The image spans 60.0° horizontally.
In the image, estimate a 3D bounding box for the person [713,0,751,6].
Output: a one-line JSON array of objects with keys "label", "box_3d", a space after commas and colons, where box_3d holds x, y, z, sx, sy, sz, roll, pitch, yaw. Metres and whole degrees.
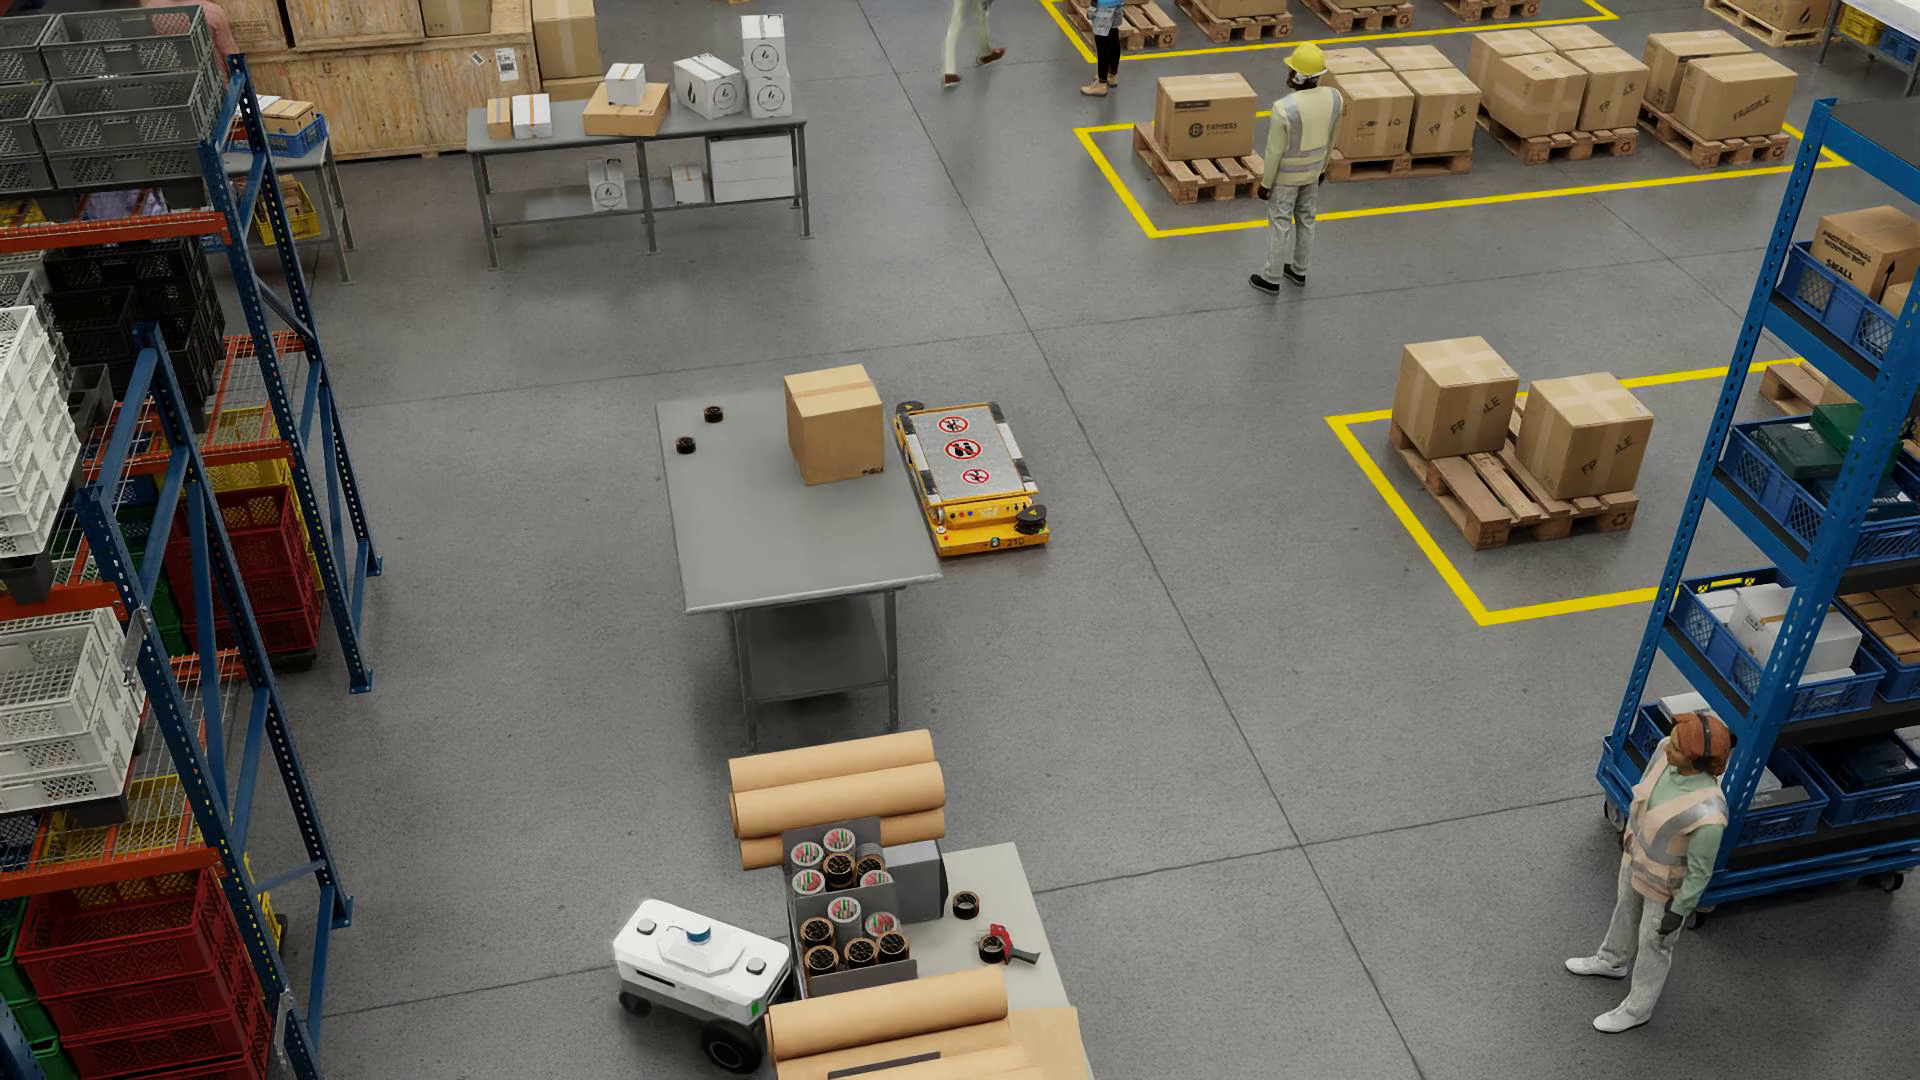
[{"label": "person", "box_3d": [-2.373, -6.332, 16.752, 0.639, 1.823, 0.433, 19, 41, 24]}]

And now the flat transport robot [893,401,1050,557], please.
[{"label": "flat transport robot", "box_3d": [0.046, -0.430, 10.108, 0.652, 0.197, 1.431, -8, 37, -10]}]

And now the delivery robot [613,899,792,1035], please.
[{"label": "delivery robot", "box_3d": [-1.063, 1.747, 6.871, 0.707, 0.478, 0.477, 14, 39, 19]}]

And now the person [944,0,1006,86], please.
[{"label": "person", "box_3d": [0.093, -5.089, 15.105, 0.562, 1.802, 0.996, 20, 41, 25]}]

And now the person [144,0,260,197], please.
[{"label": "person", "box_3d": [-5.888, -3.592, 13.010, 0.645, 1.899, 0.396, 2, 37, 3]}]

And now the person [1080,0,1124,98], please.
[{"label": "person", "box_3d": [1.298, -4.818, 14.817, 0.318, 1.699, 0.536, 19, 41, 23]}]

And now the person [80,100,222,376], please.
[{"label": "person", "box_3d": [-5.293, -1.898, 10.700, 0.629, 1.934, 0.377, 19, 40, 23]}]

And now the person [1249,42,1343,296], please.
[{"label": "person", "box_3d": [2.356, -2.613, 11.741, 0.590, 1.837, 0.404, -19, 41, -24]}]

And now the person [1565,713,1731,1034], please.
[{"label": "person", "box_3d": [2.771, 1.318, 6.619, 0.311, 1.638, 0.521, -2, 37, -3]}]
